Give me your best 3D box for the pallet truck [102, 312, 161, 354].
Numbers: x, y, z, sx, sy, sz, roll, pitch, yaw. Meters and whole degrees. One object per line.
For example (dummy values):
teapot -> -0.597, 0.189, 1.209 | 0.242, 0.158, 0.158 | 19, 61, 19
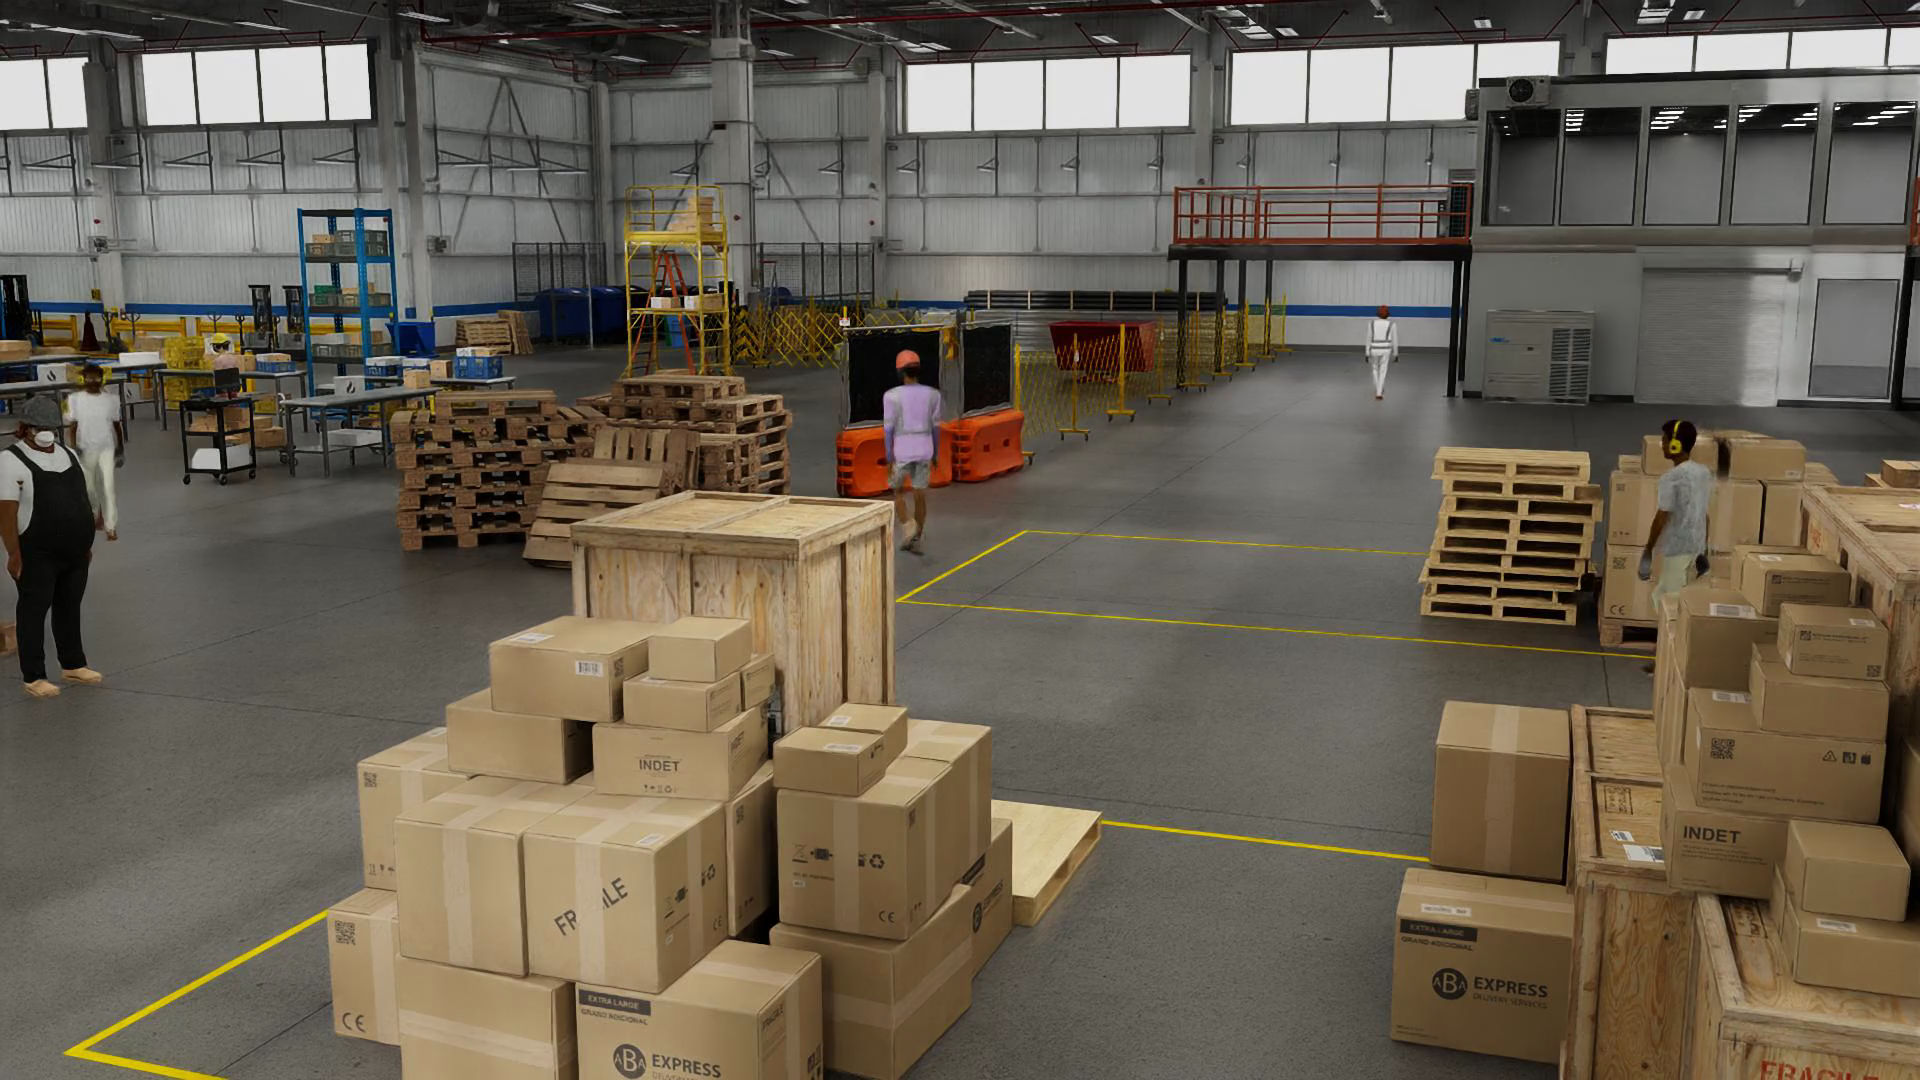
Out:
pallet truck -> -23.057, -5.777, 46.261 | 0.680, 1.201, 1.601 | 3, 11, 19

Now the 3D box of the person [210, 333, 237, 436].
person -> -10.689, -2.125, 24.184 | 0.310, 1.769, 0.523 | 0, 10, 1

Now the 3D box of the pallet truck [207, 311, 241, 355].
pallet truck -> -19.537, -5.575, 44.913 | 0.653, 1.274, 1.630 | 3, 11, 19

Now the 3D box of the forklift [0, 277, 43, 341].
forklift -> -27.151, -6.329, 46.328 | 1.157, 1.987, 2.680 | 3, 11, 17

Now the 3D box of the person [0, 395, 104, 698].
person -> -6.142, 0.028, 11.280 | 0.536, 2.000, 0.688 | 3, 11, 17

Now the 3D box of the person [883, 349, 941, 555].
person -> -0.481, -0.854, 16.299 | 0.605, 2.019, 0.442 | -3, 11, -17

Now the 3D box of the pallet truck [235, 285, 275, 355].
pallet truck -> -18.327, -5.835, 44.421 | 0.823, 1.965, 1.885 | 4, 11, 23

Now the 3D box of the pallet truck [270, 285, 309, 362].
pallet truck -> -17.147, -5.700, 43.663 | 0.823, 1.965, 1.885 | 3, 11, 17

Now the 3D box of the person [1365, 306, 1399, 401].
person -> 8.295, -3.657, 32.624 | 0.607, 1.825, 0.998 | 6, 11, 28

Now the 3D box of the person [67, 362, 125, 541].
person -> -8.967, -0.938, 17.281 | 0.513, 1.852, 0.776 | -5, 11, -25

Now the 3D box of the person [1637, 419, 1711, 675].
person -> 4.898, 0.091, 11.475 | 0.552, 1.844, 0.648 | -7, 12, -36

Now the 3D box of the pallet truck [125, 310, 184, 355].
pallet truck -> -22.038, -5.665, 45.457 | 0.704, 1.261, 1.522 | 3, 11, 17
